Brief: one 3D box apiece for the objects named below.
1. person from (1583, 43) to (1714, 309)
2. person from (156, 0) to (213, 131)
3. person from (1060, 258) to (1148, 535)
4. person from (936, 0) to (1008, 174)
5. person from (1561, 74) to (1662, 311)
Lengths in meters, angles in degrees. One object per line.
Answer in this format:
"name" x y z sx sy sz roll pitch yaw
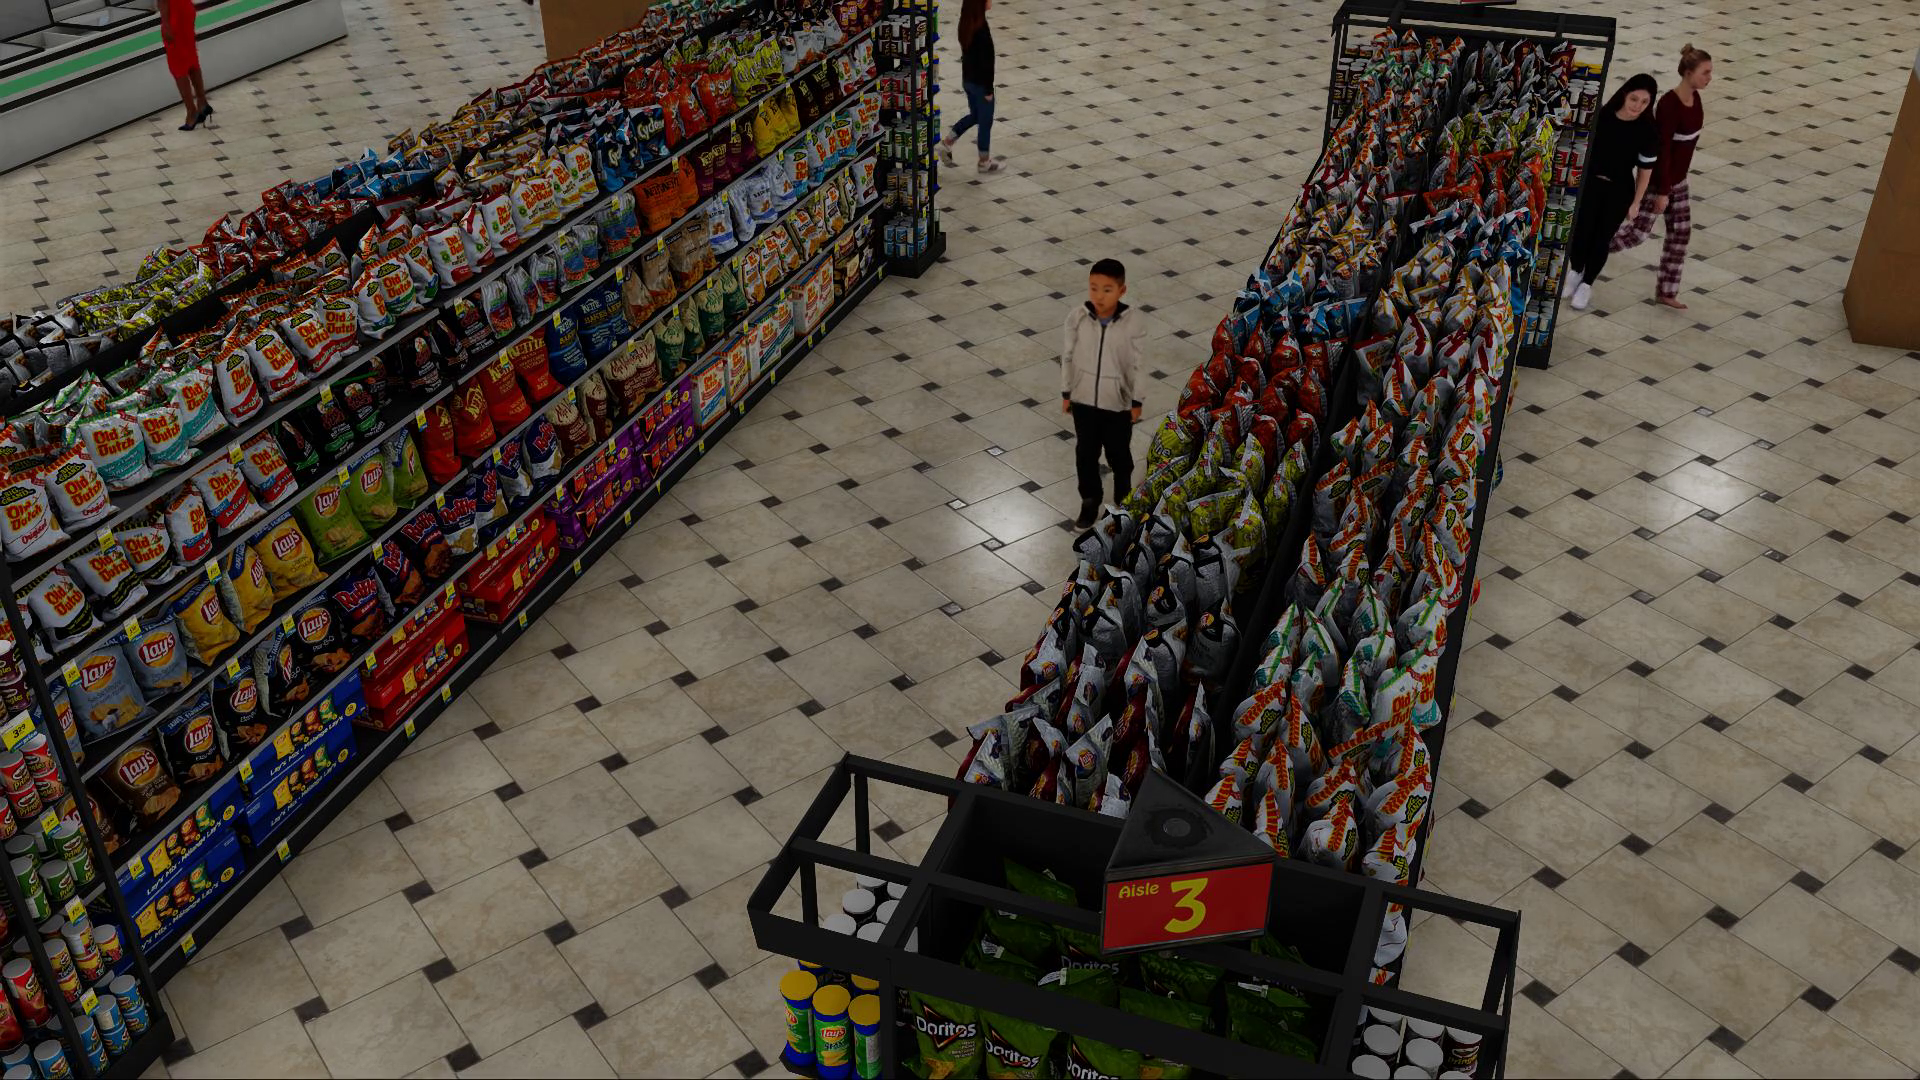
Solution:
"person" 4.437 -2.329 10.696 1.075 1.666 0.988 -25 39 -34
"person" -6.450 -4.304 13.798 0.743 1.742 0.605 -2 32 -3
"person" 0.736 -0.751 8.366 0.589 1.448 0.677 10 33 15
"person" 0.078 -3.530 12.811 0.890 1.471 0.832 -13 34 -20
"person" 4.116 -2.216 10.577 0.699 1.599 0.763 23 39 32
